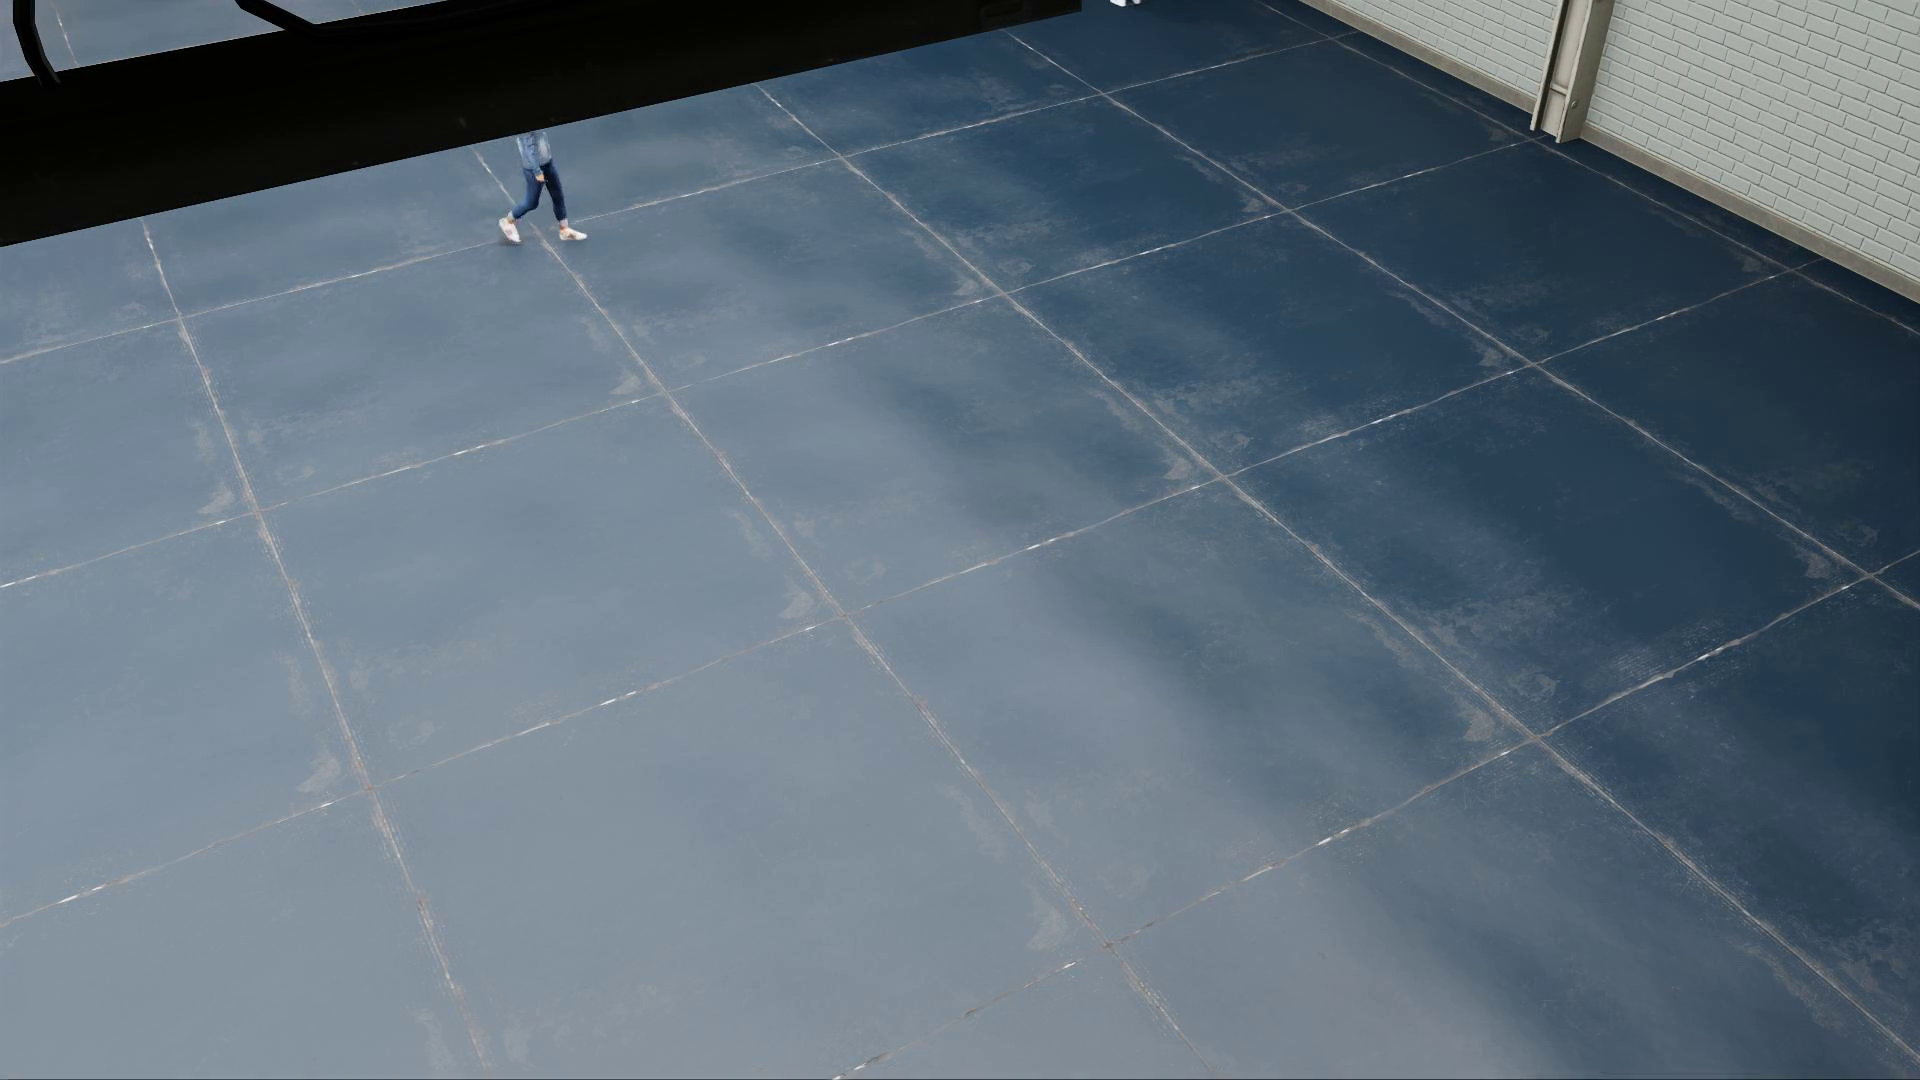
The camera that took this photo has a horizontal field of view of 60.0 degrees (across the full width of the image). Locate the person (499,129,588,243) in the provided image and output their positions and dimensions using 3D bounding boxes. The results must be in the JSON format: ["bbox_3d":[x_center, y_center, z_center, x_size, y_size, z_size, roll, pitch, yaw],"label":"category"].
[{"bbox_3d":[-3.641,-3.160,14.043,0.975,1.454,0.970,5,38,6],"label":"person"}]

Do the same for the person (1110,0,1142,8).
[{"bbox_3d":[1.938,-6.833,18.514,0.598,1.730,0.545,-23,44,-27],"label":"person"}]
